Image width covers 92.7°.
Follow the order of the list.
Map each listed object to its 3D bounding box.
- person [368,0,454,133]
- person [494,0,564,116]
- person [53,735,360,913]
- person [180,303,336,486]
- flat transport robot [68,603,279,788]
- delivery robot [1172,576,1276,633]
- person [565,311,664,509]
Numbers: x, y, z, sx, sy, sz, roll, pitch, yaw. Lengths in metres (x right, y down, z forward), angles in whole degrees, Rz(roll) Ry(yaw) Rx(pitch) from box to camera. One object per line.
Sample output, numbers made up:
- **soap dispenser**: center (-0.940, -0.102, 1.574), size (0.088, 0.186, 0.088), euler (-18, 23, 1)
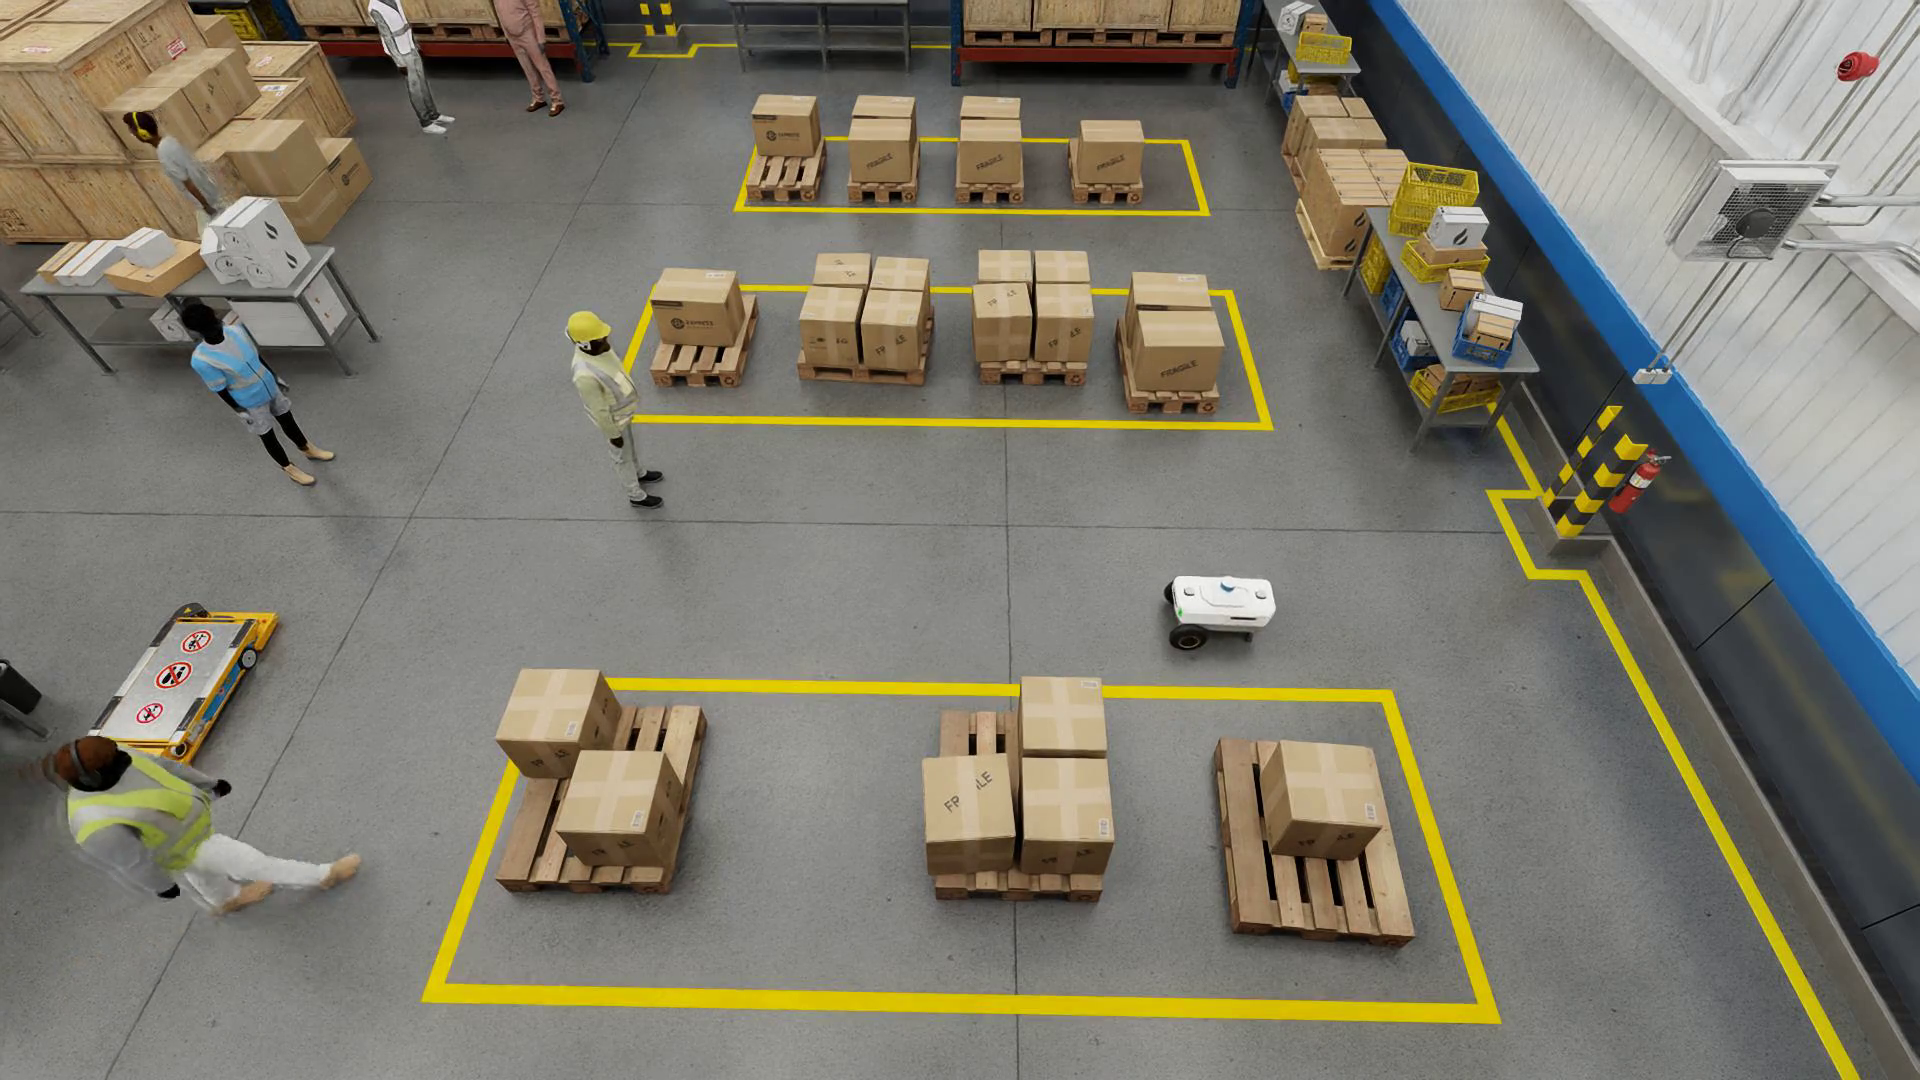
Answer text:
- **person**: center (-6.937, -6.087, 11.437), size (0.389, 1.911, 0.591), euler (-1, 50, -1)
- **person**: center (-5.605, -6.457, 11.749), size (0.654, 1.906, 0.408), euler (18, 52, 15)
- **person**: center (-4.147, 1.547, 5.042), size (0.916, 1.797, 0.649), euler (-24, 54, -19)
- **person**: center (-5.692, -1.176, 7.415), size (0.319, 1.698, 0.532), euler (6, 50, 5)
- **flat transport robot**: center (-5.504, 1.072, 6.442), size (0.652, 0.197, 1.431), euler (1, 50, 1)
- **delivery robot**: center (1.924, 0.453, 6.722), size (0.707, 0.478, 0.477), euler (2, 50, 2)
- **person**: center (-2.698, -1.013, 7.189), size (0.404, 1.835, 0.587), euler (-7, 50, -6)
